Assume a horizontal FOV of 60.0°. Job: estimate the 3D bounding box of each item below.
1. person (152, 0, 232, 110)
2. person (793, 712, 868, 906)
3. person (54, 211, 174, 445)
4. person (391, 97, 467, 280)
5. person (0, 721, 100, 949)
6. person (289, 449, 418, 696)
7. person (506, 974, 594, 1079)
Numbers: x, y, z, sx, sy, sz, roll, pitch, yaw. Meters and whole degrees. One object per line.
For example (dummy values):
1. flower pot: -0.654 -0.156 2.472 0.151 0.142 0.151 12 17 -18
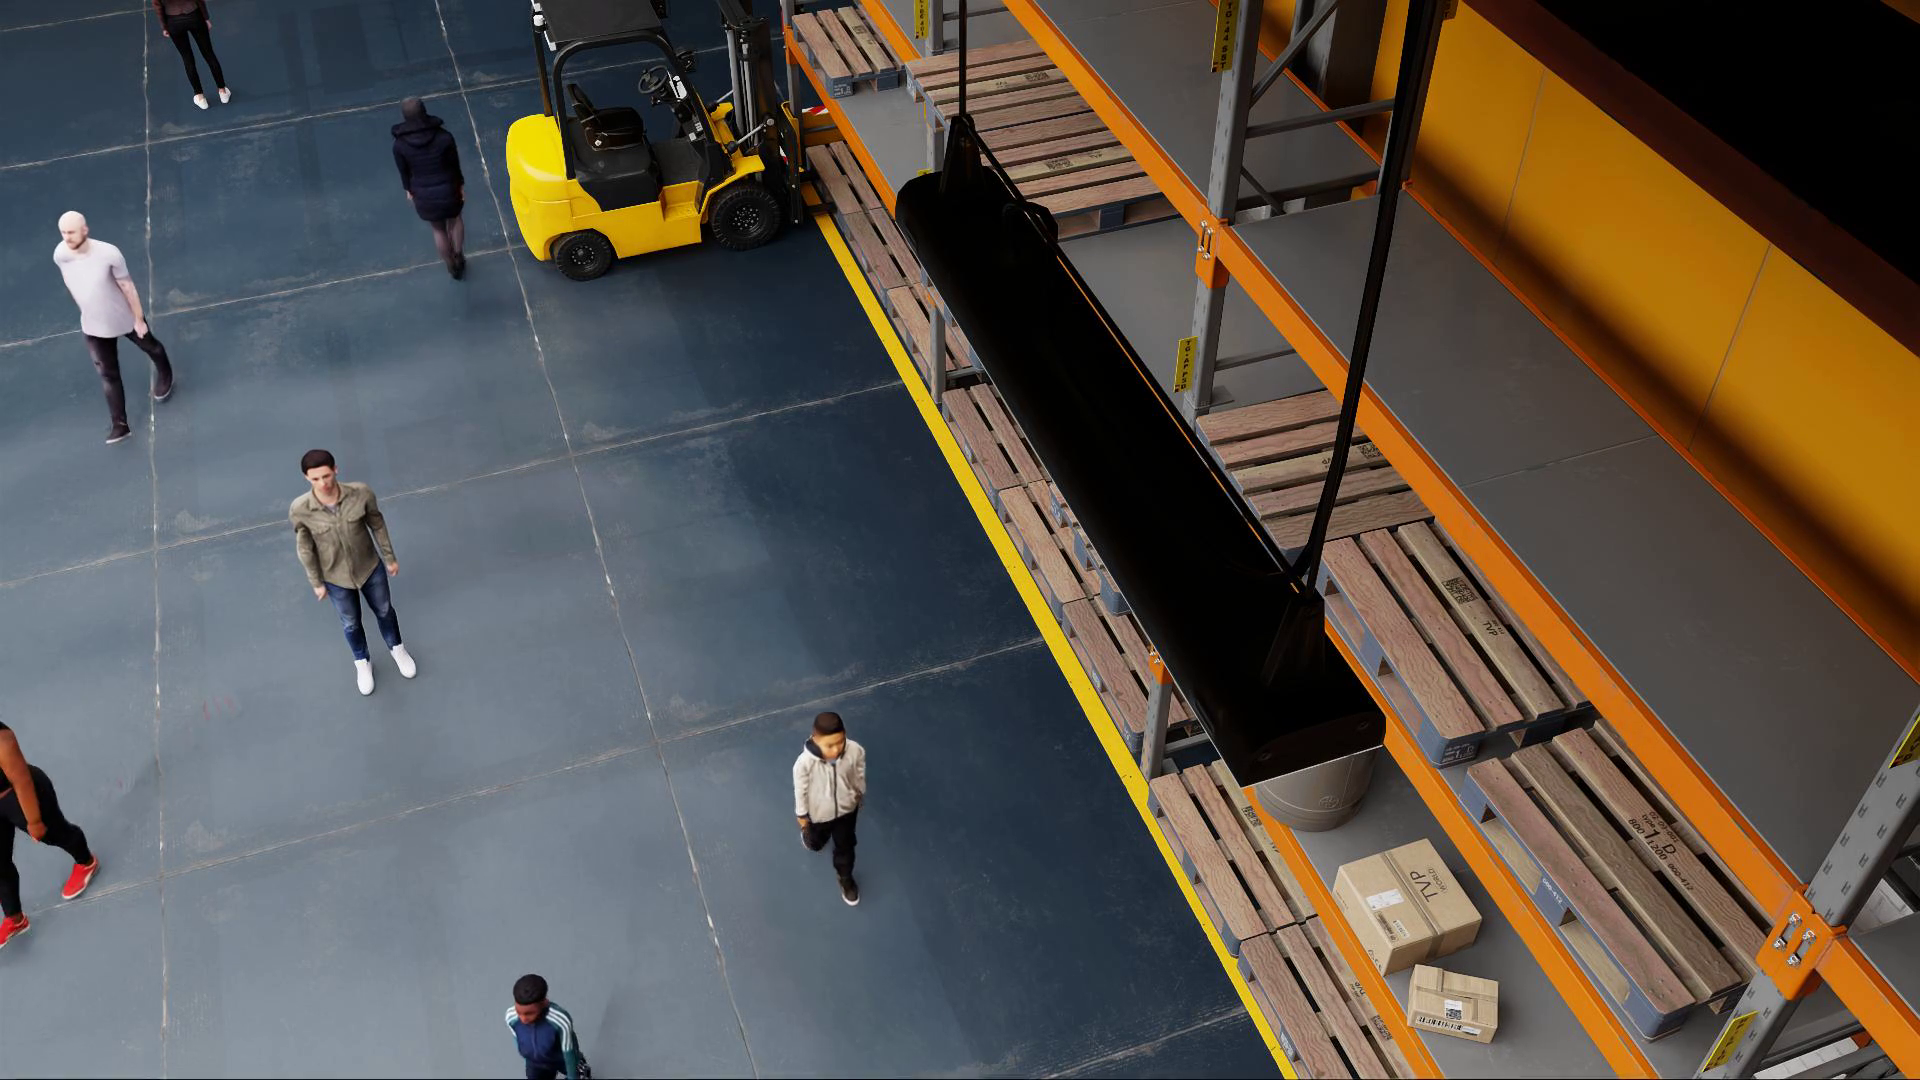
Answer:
1. person: -7.463 -4.988 16.017 0.638 1.705 0.552 -21 47 -21
2. person: -0.766 1.446 9.455 0.604 1.441 0.820 -17 46 -17
3. person: -6.331 -1.704 12.515 0.954 1.781 1.301 -1 44 -2
4. person: -4.354 -2.870 13.825 0.683 1.663 0.656 -10 45 -11
5. person: -5.231 1.388 9.263 1.007 1.791 1.131 9 44 10
6. person: -3.838 0.167 10.490 0.732 1.865 0.631 -20 47 -20
7. person: -2.048 2.549 8.449 0.736 1.231 0.917 4 44 5
